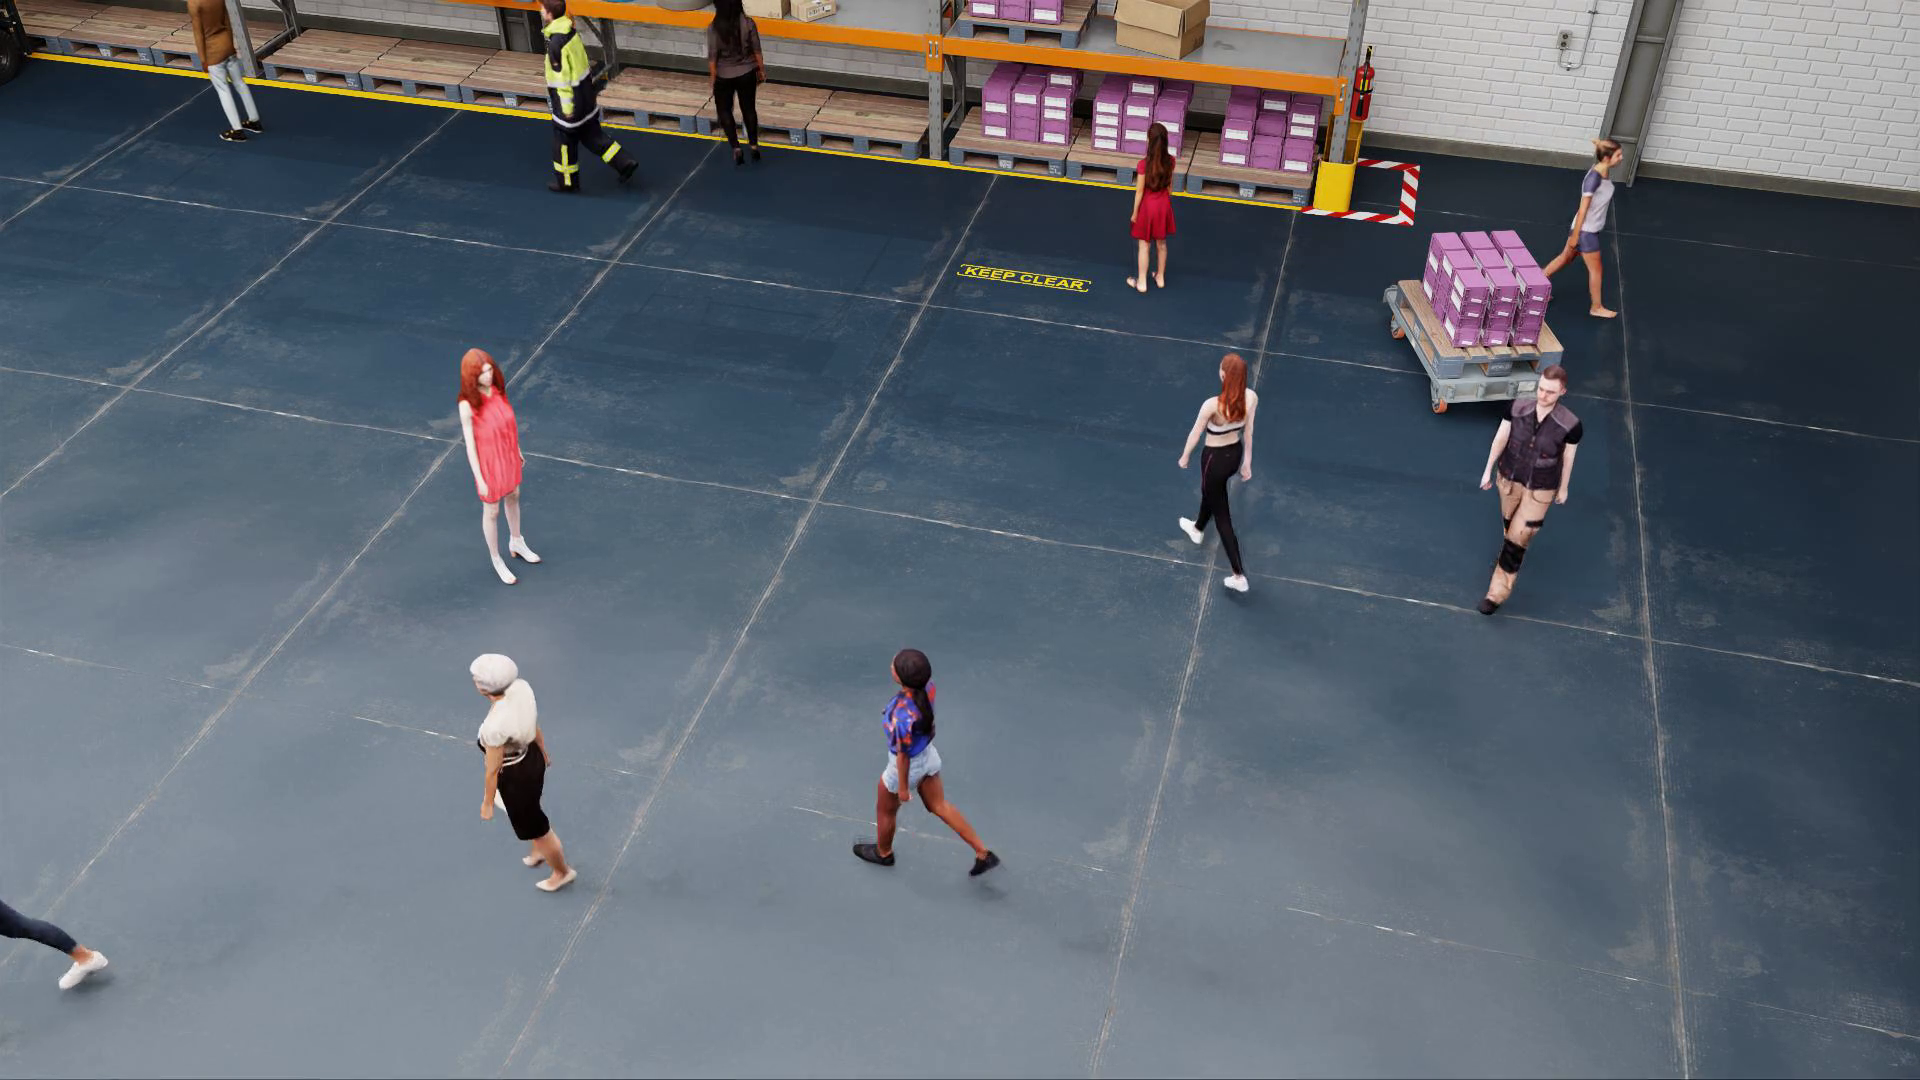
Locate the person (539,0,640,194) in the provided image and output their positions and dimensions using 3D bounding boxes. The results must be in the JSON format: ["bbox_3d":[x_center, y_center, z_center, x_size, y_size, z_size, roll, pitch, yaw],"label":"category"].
[{"bbox_3d":[-3.622,-4.229,15.933,1.200,1.949,0.884,4,39,5],"label":"person"}]

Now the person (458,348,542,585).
[{"bbox_3d":[-3.176,-0.523,11.390,0.600,1.826,0.648,19,42,22],"label":"person"}]

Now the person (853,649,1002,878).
[{"bbox_3d":[-0.178,1.289,9.211,1.160,1.716,0.702,16,41,19],"label":"person"}]

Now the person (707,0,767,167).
[{"bbox_3d":[-2.230,-4.551,16.429,0.820,1.834,0.918,-3,39,-4],"label":"person"}]

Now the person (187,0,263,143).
[{"bbox_3d":[-7.565,-4.991,16.994,0.553,1.815,0.637,14,41,17],"label":"person"}]

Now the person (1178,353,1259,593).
[{"bbox_3d":[1.832,-0.432,11.374,1.138,1.705,1.161,-18,42,-21],"label":"person"}]

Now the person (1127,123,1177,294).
[{"bbox_3d":[1.697,-2.923,14.615,0.682,1.552,0.742,-15,41,-18],"label":"person"}]

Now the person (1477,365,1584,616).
[{"bbox_3d":[3.894,-0.436,11.315,1.245,1.785,1.101,28,47,31],"label":"person"}]

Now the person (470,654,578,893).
[{"bbox_3d":[-2.316,1.328,9.142,0.763,1.739,0.708,2,39,2],"label":"person"}]

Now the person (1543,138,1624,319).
[{"bbox_3d":[5.315,-2.695,14.307,1.051,1.580,0.705,17,42,20],"label":"person"}]
